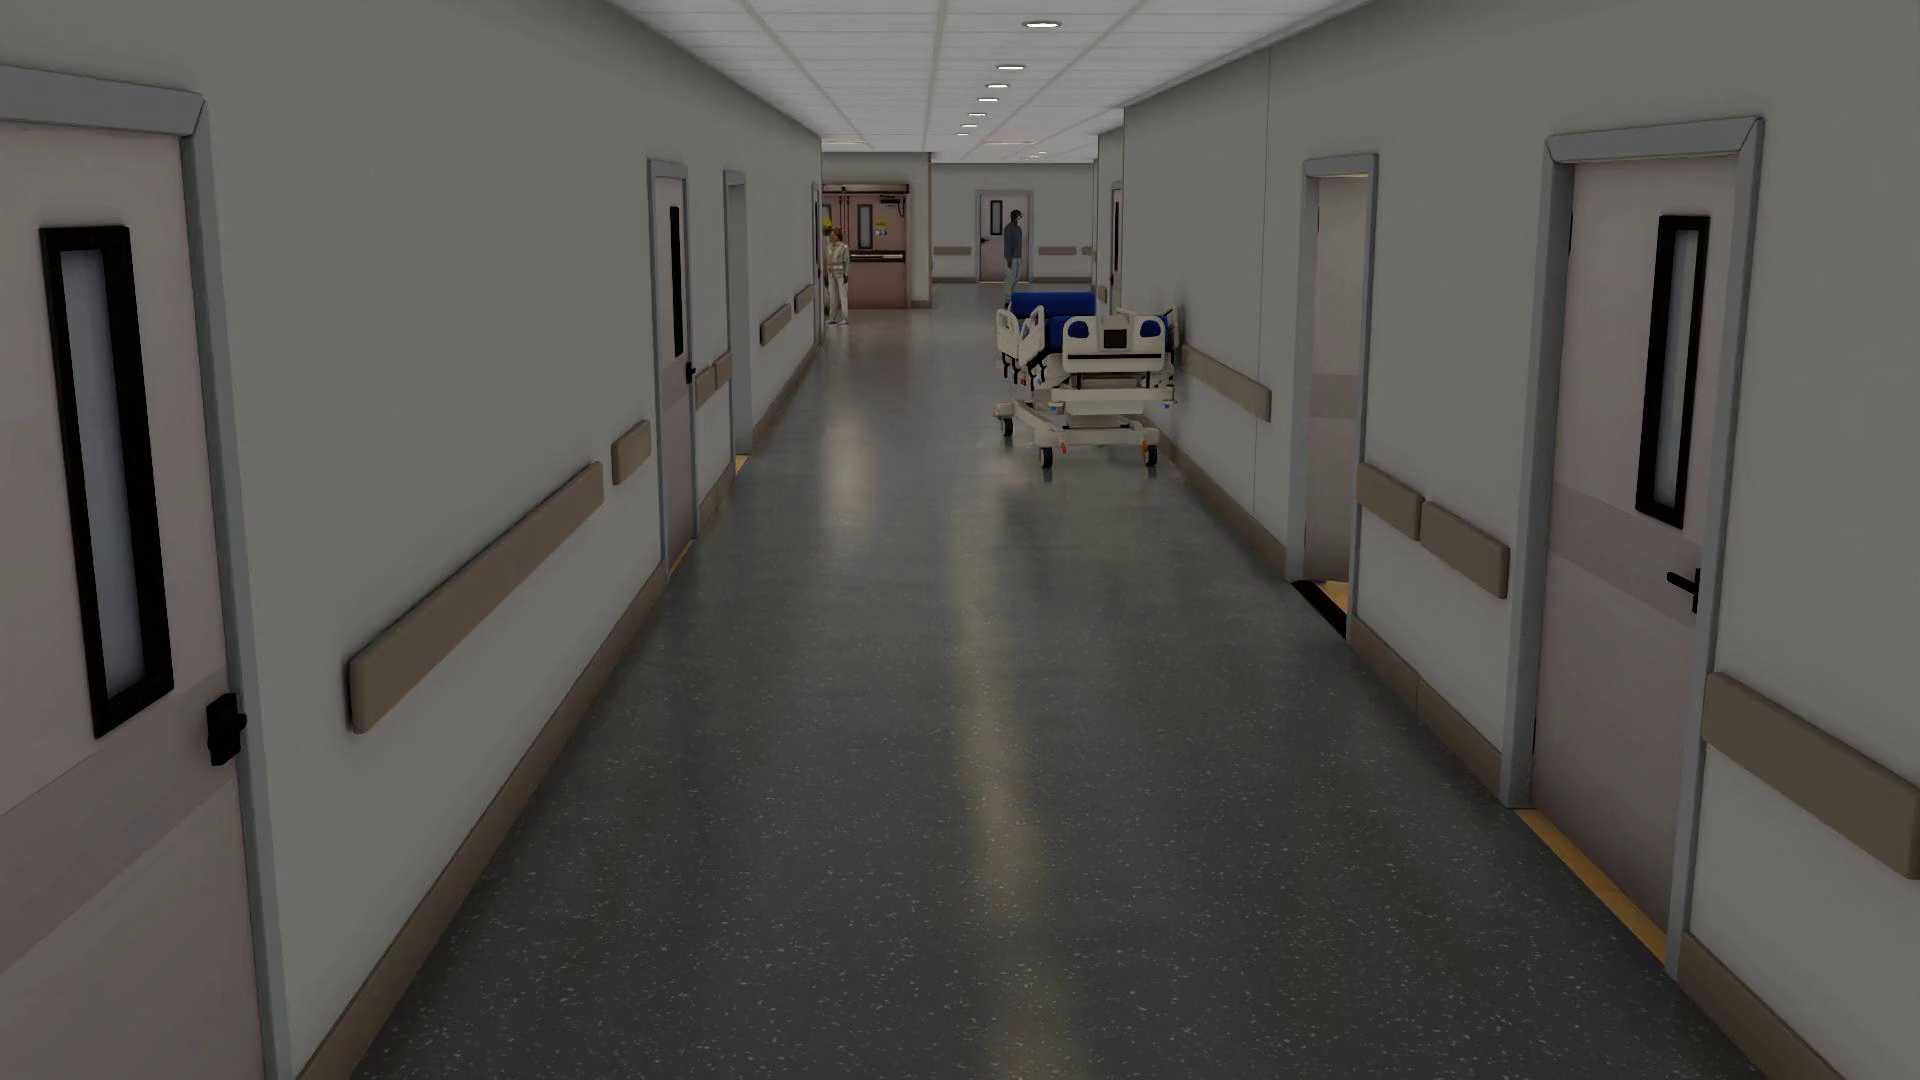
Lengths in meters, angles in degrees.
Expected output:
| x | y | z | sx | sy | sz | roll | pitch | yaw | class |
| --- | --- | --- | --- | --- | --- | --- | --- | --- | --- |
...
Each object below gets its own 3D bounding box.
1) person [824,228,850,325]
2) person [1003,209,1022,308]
| x | y | z | sx | sy | sz | roll | pitch | yaw | class |
| --- | --- | --- | --- | --- | --- | --- | --- | --- | --- |
| -2.102 | -4.506 | 28.432 | 0.515 | 1.641 | 0.309 | 7 | 14 | 32 | person |
| 1.057 | -5.532 | 32.737 | 0.382 | 1.931 | 0.631 | 5 | 13 | 24 | person |
